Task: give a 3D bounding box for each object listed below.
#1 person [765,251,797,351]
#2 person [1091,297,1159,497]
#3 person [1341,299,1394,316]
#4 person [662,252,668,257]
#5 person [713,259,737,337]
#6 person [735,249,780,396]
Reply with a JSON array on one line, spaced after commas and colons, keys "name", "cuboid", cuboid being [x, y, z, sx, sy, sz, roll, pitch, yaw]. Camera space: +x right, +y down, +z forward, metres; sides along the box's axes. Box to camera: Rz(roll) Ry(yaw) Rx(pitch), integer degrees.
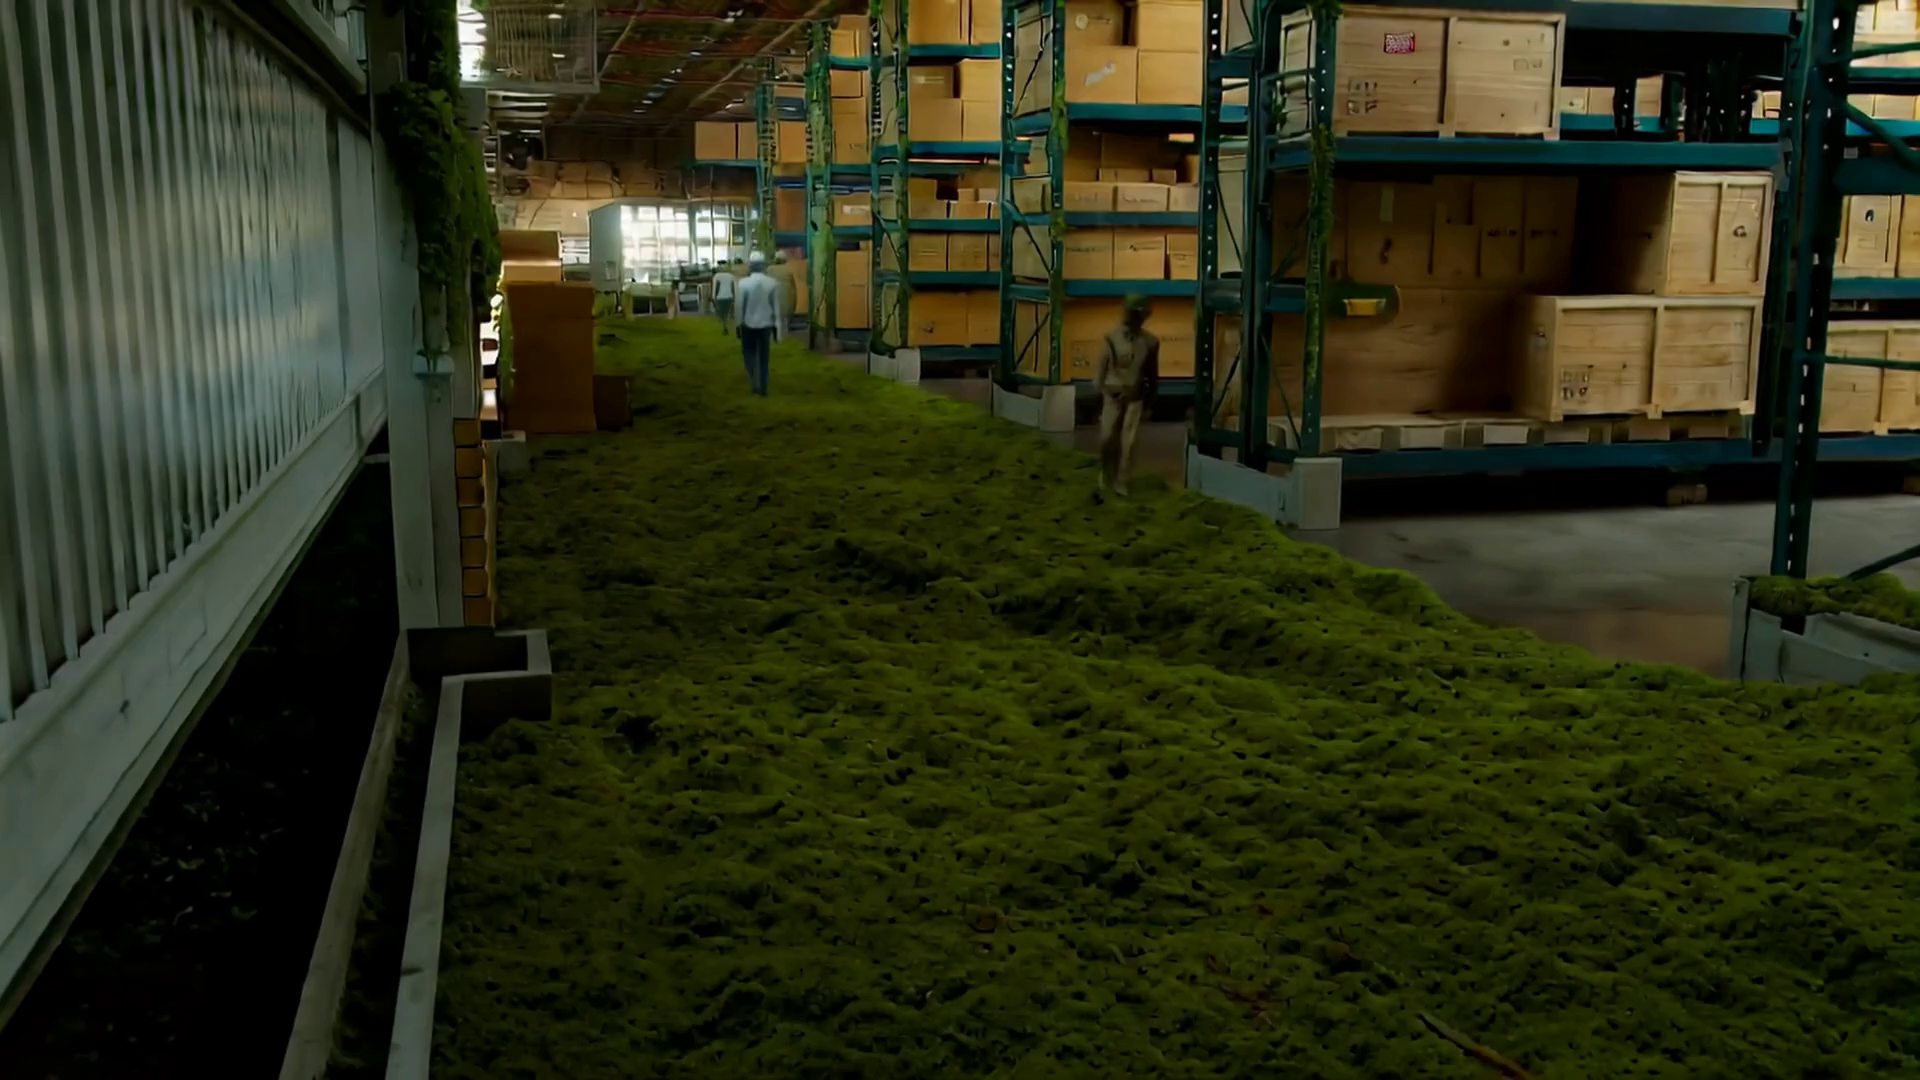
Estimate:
[{"name": "person", "cuboid": [-3.487, -4.640, 32.309, 0.612, 1.952, 1.018, -2, 10, -11]}, {"name": "person", "cuboid": [1.332, -1.152, 13.437, 0.537, 1.616, 0.363, 0, 10, -2]}, {"name": "person", "cuboid": [4.508, -2.119, 18.330, 0.624, 1.840, 0.429, 8, 13, 38]}, {"name": "person", "cuboid": [-10.833, -9.615, 60.771, 0.502, 1.834, 0.584, -4, 11, -21]}, {"name": "person", "cuboid": [-5.231, -5.392, 37.119, 0.529, 1.749, 0.641, -3, 11, -18]}, {"name": "person", "cuboid": [-2.752, -2.943, 22.579, 0.651, 1.980, 0.433, -5, 11, -25]}]
